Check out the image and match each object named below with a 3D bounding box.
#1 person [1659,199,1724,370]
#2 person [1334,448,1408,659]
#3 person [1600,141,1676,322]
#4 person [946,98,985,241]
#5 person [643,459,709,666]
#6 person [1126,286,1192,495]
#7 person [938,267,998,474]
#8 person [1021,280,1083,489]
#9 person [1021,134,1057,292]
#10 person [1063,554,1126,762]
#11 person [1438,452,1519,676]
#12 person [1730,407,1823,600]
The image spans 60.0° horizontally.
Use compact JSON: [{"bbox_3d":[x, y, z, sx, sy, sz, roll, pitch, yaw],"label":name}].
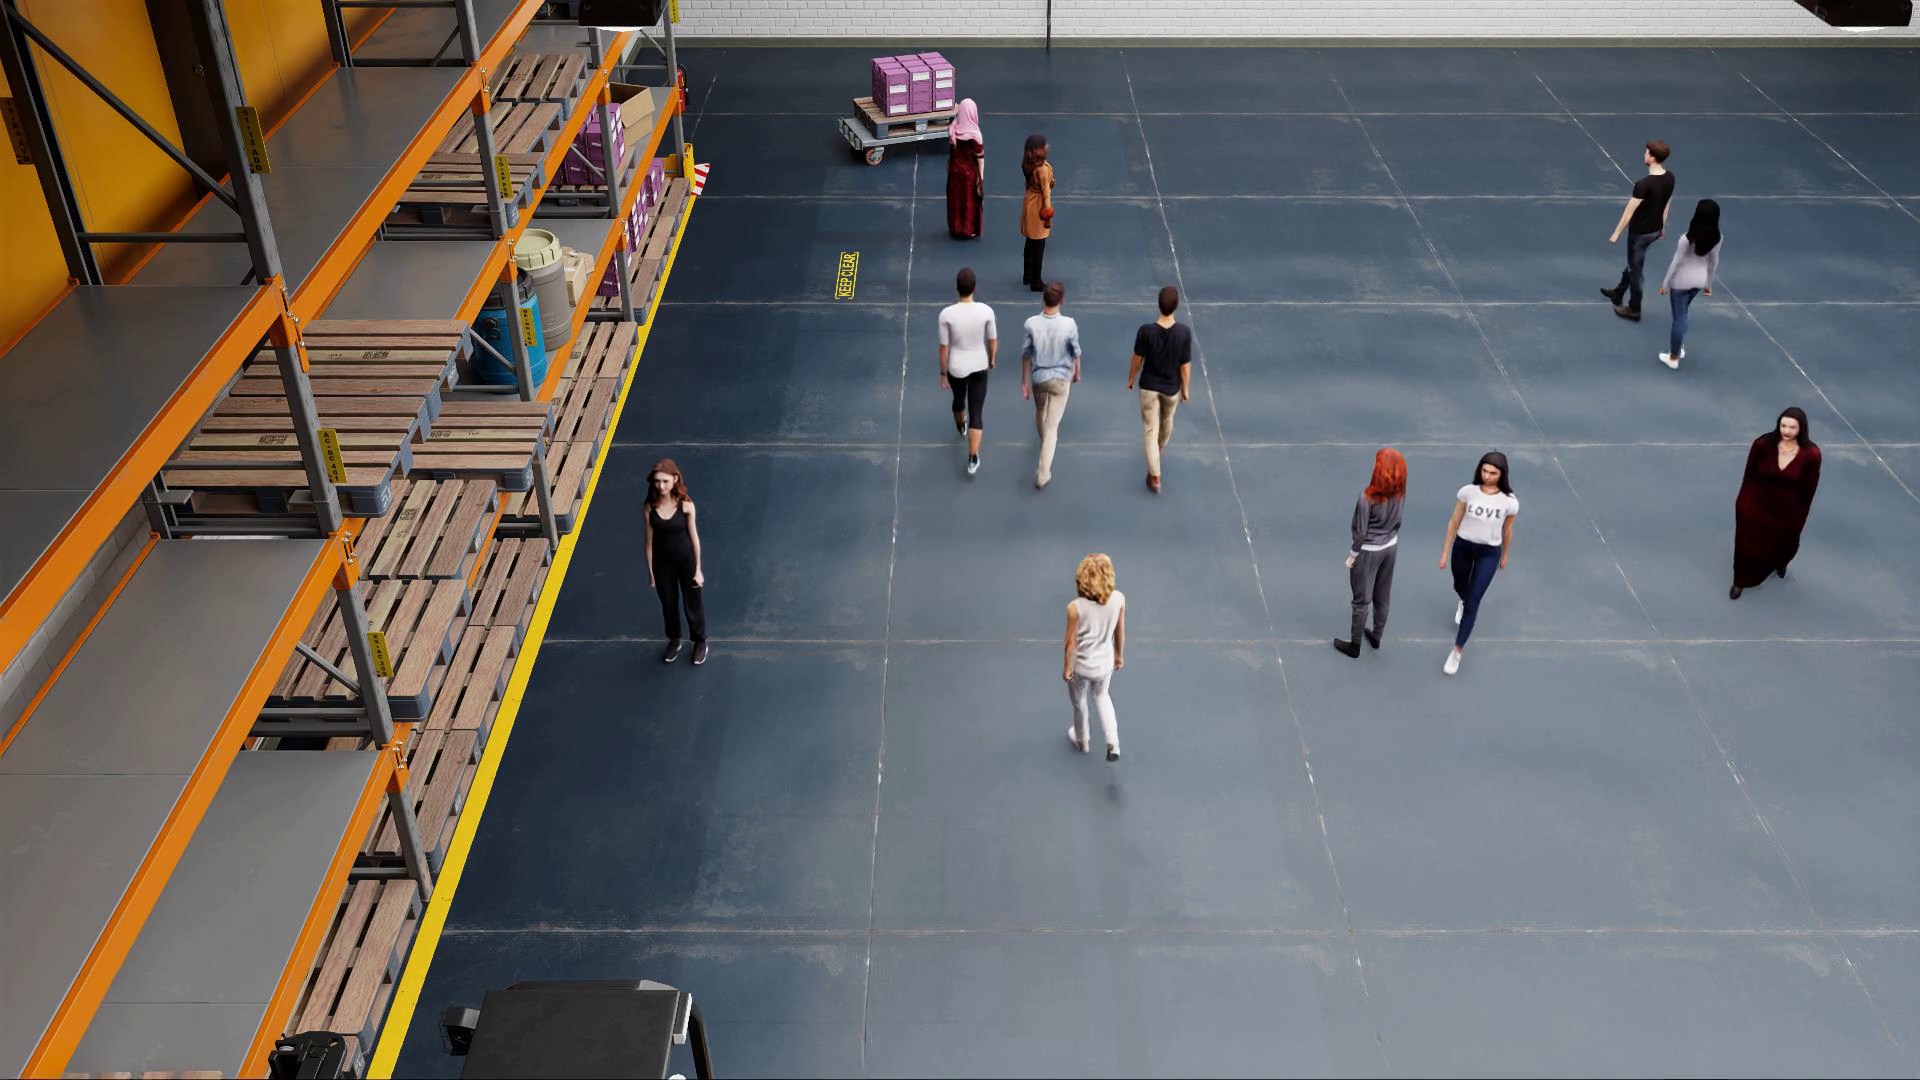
[{"bbox_3d":[7.136,-2.442,16.159,0.690,1.724,0.666,-8,35,-12],"label":"person"},{"bbox_3d":[3.063,0.092,12.298,0.655,1.779,0.648,-16,37,-22],"label":"person"},{"bbox_3d":[7.080,-3.135,17.062,0.959,1.881,1.047,-18,38,-25],"label":"person"},{"bbox_3d":[0.051,-4.213,18.908,0.770,1.631,0.792,21,39,28],"label":"person"},{"bbox_3d":[-2.081,0.151,12.241,0.555,1.744,0.497,0,34,0],"label":"person"},{"bbox_3d":[1.726,-1.245,14.269,0.690,1.823,1.059,-2,34,-3],"label":"person"},{"bbox_3d":[0.086,-1.452,14.596,0.655,1.806,1.216,0,34,0],"label":"person"},{"bbox_3d":[0.766,-1.306,14.385,0.888,1.797,1.277,9,35,13],"label":"person"},{"bbox_3d":[0.824,-3.501,17.761,0.819,1.715,0.668,-13,36,-18],"label":"person"},{"bbox_3d":[0.917,0.856,11.260,0.766,1.654,0.926,-12,35,-17],"label":"person"},{"bbox_3d":[3.850,0.075,12.363,0.975,1.735,1.210,18,38,25],"label":"person"},{"bbox_3d":[6.326,-0.307,12.938,0.923,1.736,1.019,15,36,21],"label":"person"}]
